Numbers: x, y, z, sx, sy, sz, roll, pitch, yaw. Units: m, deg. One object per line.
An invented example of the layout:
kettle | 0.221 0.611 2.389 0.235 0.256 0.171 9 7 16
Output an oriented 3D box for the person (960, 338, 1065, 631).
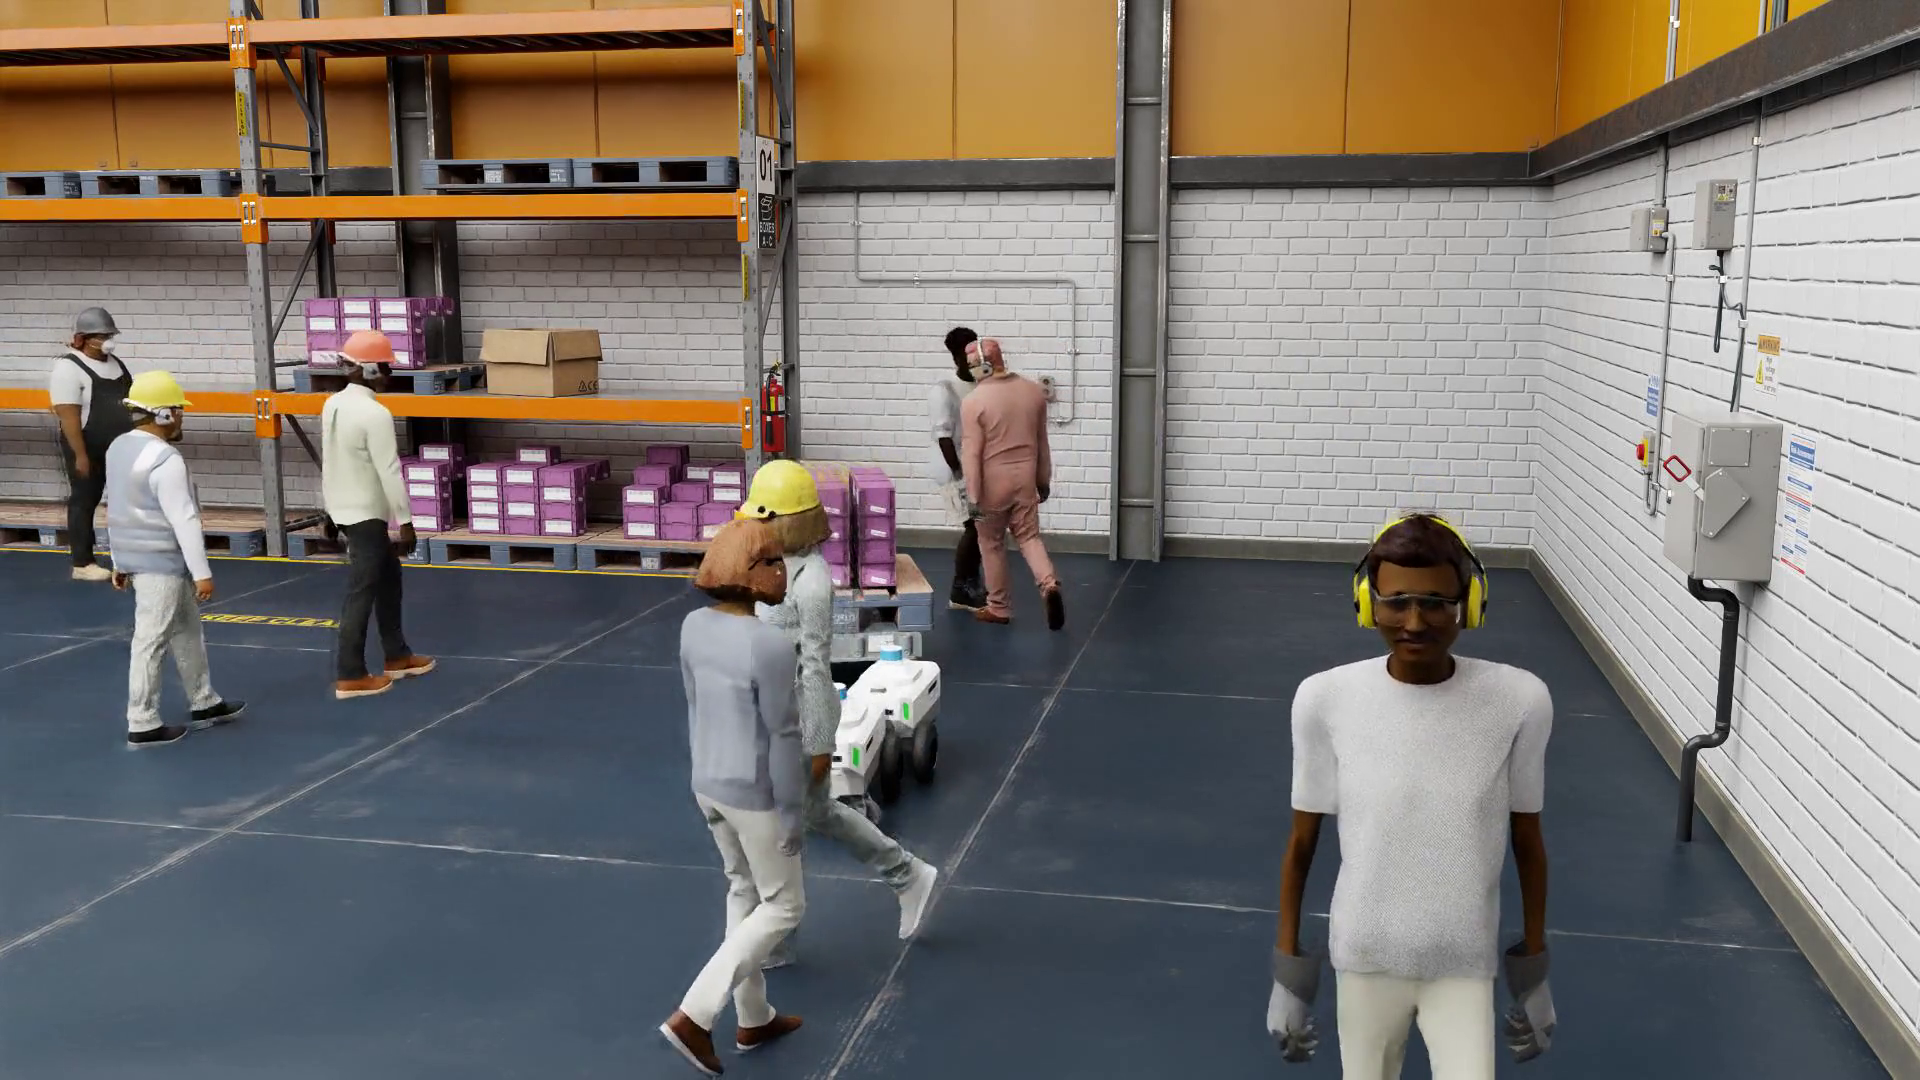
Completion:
person | 0.321 -0.334 10.470 0.723 1.856 0.757 -6 11 -31

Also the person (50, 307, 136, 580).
person | -6.146 -0.698 12.110 0.943 2.000 0.710 3 10 15

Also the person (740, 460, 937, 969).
person | -0.449 0.572 5.440 0.743 1.711 0.502 -3 10 -15

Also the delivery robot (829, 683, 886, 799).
delivery robot | -0.525 0.846 6.995 0.477 0.478 0.707 1 9 6

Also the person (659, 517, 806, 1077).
person | -0.652 0.741 4.750 0.510 1.619 0.504 -9 13 -43

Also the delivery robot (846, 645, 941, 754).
delivery robot | -0.314 0.731 7.687 0.477 0.478 0.707 2 10 11

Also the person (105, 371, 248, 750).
person | -3.763 0.086 8.076 0.625 1.806 0.763 9 13 42

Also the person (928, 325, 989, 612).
person | 0.048 -0.464 11.048 0.422 1.926 0.649 7 12 35

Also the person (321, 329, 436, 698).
person | -3.112 -0.151 9.032 0.795 1.963 0.665 -9 13 -43

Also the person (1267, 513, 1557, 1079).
person | 0.887 0.864 3.266 0.567 1.850 0.471 2 10 14
